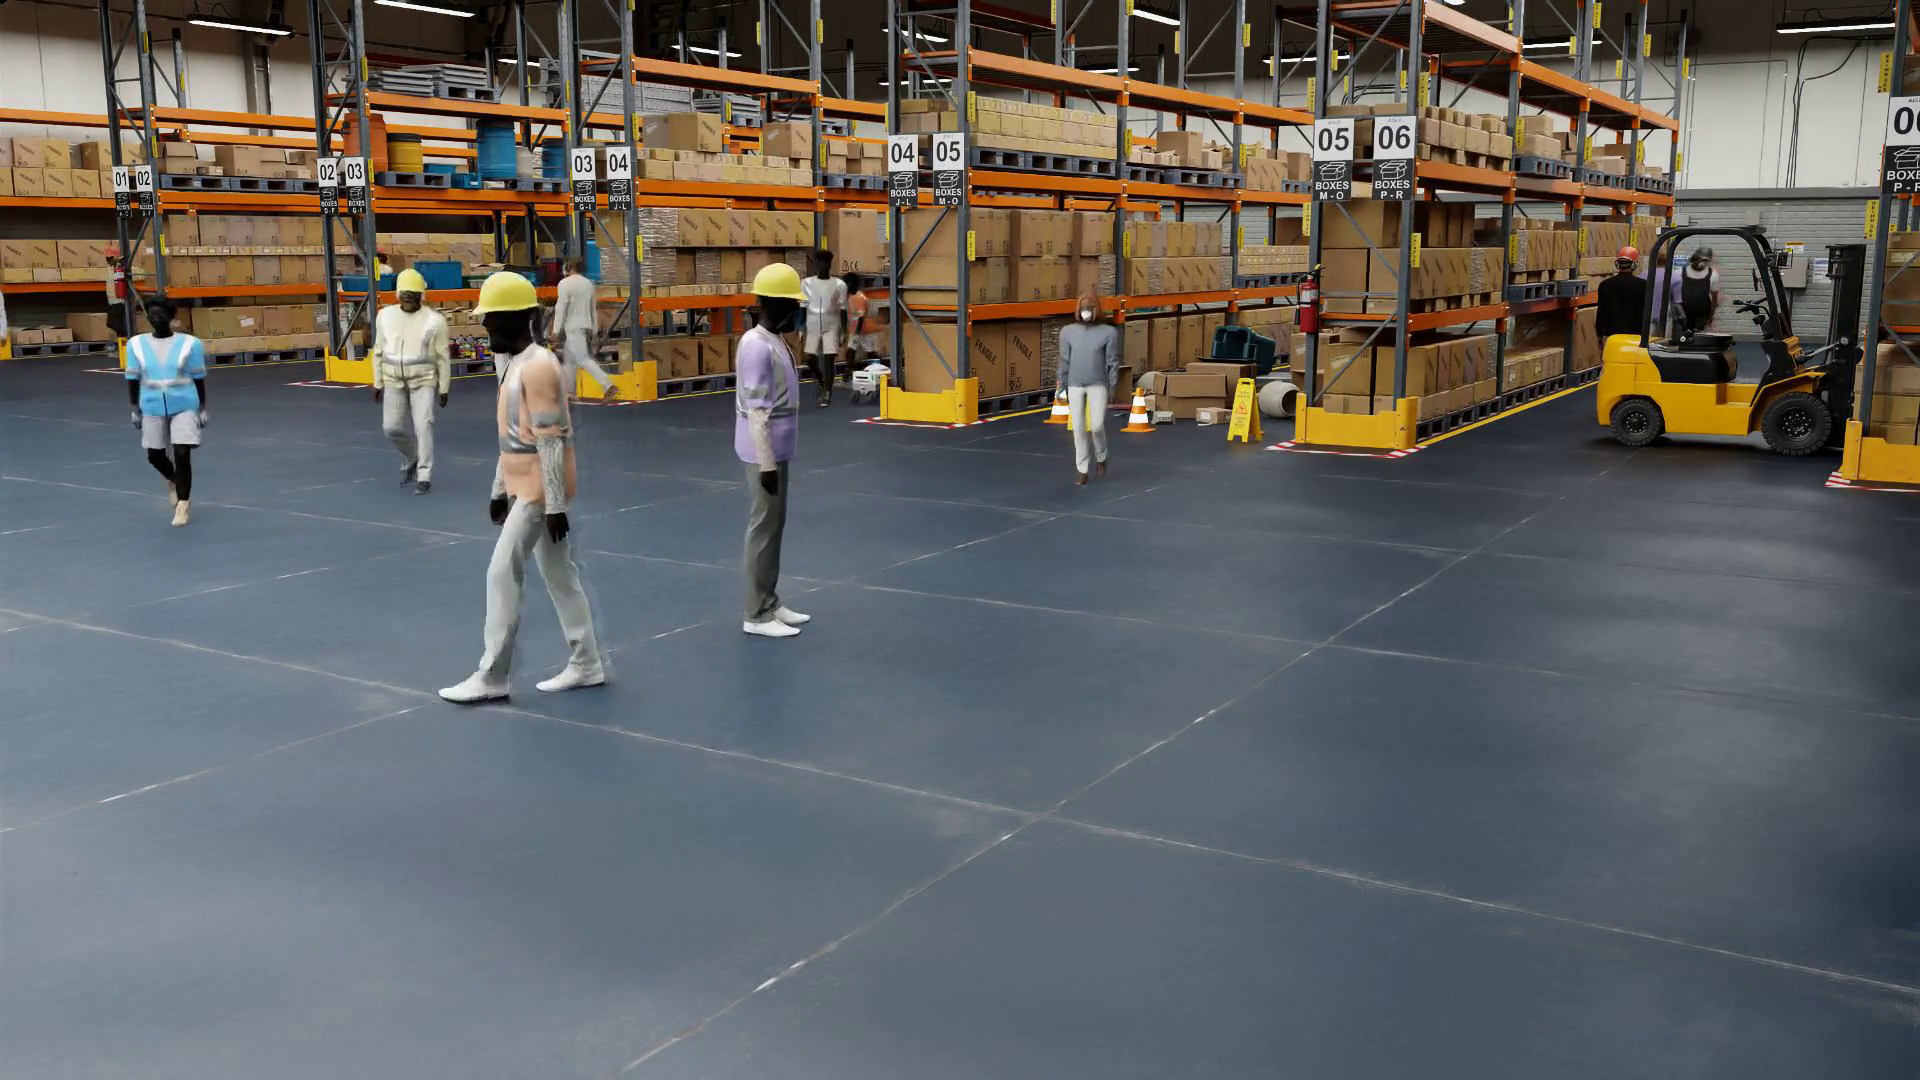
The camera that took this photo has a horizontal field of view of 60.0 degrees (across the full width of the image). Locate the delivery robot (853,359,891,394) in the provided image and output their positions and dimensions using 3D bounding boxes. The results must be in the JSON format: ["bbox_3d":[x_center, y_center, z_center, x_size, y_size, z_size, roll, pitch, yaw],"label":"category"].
[{"bbox_3d":[-1.056,-2.050,21.064,0.477,0.478,0.707,6,12,28],"label":"delivery robot"}]

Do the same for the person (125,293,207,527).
[{"bbox_3d":[-5.732,-0.957,12.080,0.538,1.679,0.632,-3,10,-14],"label":"person"}]

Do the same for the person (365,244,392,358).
[{"bbox_3d":[-9.999,-4.128,28.935,0.625,1.987,1.052,5,11,26],"label":"person"}]

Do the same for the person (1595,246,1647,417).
[{"bbox_3d":[7.689,-2.401,19.311,0.407,1.986,0.604,-10,14,-44],"label":"person"}]

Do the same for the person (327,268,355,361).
[{"bbox_3d":[-9.767,-3.469,26.238,0.514,1.640,0.315,5,11,26],"label":"person"}]

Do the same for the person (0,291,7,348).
[{"bbox_3d":[-12.585,-2.663,21.349,0.582,1.785,0.952,-2,10,-14],"label":"person"}]

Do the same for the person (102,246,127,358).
[{"bbox_3d":[-14.948,-4.244,29.611,0.621,1.980,0.556,8,13,38],"label":"person"}]

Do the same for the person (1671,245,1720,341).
[{"bbox_3d":[11.143,-3.502,25.303,0.722,2.000,0.600,4,11,20],"label":"person"}]

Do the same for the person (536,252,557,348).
[{"bbox_3d":[-7.934,-4.490,31.382,0.564,1.842,0.794,5,11,26],"label":"person"}]

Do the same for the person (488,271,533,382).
[{"bbox_3d":[-5.041,-2.156,18.675,0.491,1.721,0.741,-2,10,-13],"label":"person"}]

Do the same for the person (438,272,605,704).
[{"bbox_3d":[-1.988,-0.219,7.334,0.866,1.889,0.612,-4,11,-19],"label":"person"}]

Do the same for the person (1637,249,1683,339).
[{"bbox_3d":[10.004,-3.193,23.866,0.635,1.936,0.356,5,11,27],"label":"person"}]

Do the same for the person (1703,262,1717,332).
[{"bbox_3d":[13.466,-4.299,30.253,0.730,1.864,0.724,7,12,34],"label":"person"}]

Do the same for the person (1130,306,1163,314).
[{"bbox_3d":[3.167,-3.901,28.130,0.572,1.830,0.495,7,12,34],"label":"person"}]

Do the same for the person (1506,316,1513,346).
[{"bbox_3d":[9.751,-4.086,29.160,0.516,1.841,0.831,6,12,31],"label":"person"}]

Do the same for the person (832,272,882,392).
[{"bbox_3d":[-1.379,-2.827,22.652,0.925,1.620,0.542,-5,11,-27],"label":"person"}]

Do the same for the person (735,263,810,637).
[{"bbox_3d":[-0.960,-0.461,8.612,0.390,1.919,0.593,1,10,3],"label":"person"}]

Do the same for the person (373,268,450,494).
[{"bbox_3d":[-4.457,-1.293,13.537,0.619,1.826,0.501,0,10,0],"label":"person"}]

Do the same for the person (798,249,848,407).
[{"bbox_3d":[-1.694,-2.631,20.650,0.640,1.954,0.507,1,10,5],"label":"person"}]

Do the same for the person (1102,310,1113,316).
[{"bbox_3d":[2.322,-3.470,25.757,0.623,1.824,0.650,9,14,43],"label":"person"}]

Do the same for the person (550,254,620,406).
[{"bbox_3d":[-4.723,-2.629,20.852,1.000,1.898,0.645,3,11,17],"label":"person"}]

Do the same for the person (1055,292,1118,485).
[{"bbox_3d":[1.057,-1.267,13.965,0.504,1.622,0.344,3,11,17],"label":"person"}]
